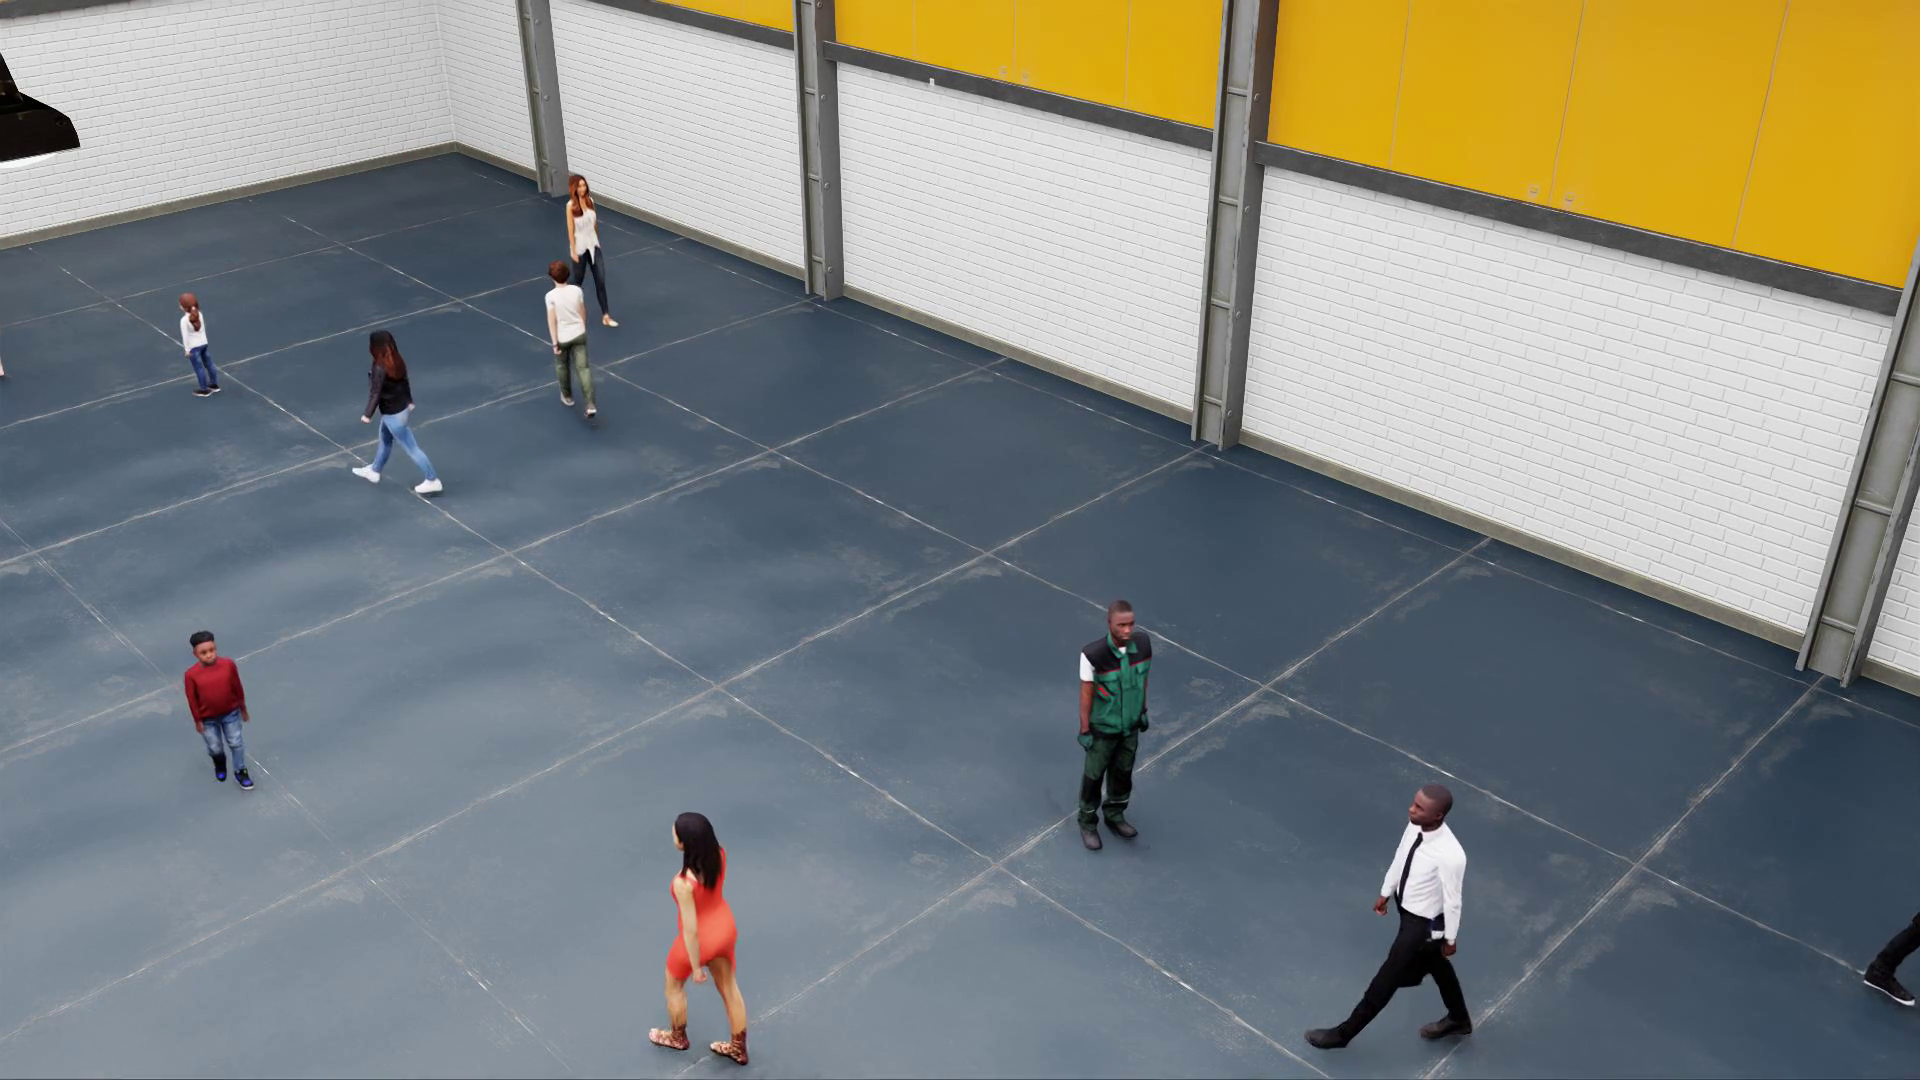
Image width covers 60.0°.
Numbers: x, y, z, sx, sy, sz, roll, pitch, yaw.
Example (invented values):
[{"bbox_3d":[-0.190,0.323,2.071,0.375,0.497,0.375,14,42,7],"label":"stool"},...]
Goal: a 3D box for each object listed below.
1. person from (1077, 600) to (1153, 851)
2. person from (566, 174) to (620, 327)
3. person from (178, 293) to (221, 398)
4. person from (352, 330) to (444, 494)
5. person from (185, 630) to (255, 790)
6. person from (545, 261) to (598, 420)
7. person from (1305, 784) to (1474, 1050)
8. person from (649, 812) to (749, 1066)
[{"bbox_3d":[0.998,1.181,10.856,0.750,1.837,0.692,-15,32,-25],"label":"person"},{"bbox_3d":[-4.403,-3.355,19.268,1.114,1.745,0.652,23,36,35],"label":"person"},{"bbox_3d":[-8.065,-2.079,17.591,0.551,1.111,0.509,9,30,16],"label":"person"},{"bbox_3d":[-5.140,-1.145,15.376,1.183,1.591,1.096,1,29,2],"label":"person"},{"bbox_3d":[-5.159,1.154,11.523,0.553,1.245,0.618,-18,33,-29],"label":"person"},{"bbox_3d":[-3.934,-2.011,16.933,0.828,1.621,1.183,-12,31,-21],"label":"person"},{"bbox_3d":[2.646,2.109,9.209,1.217,1.784,1.263,-4,29,-8],"label":"person"},{"bbox_3d":[-1.315,2.221,9.096,0.888,1.697,0.700,17,33,28],"label":"person"}]
